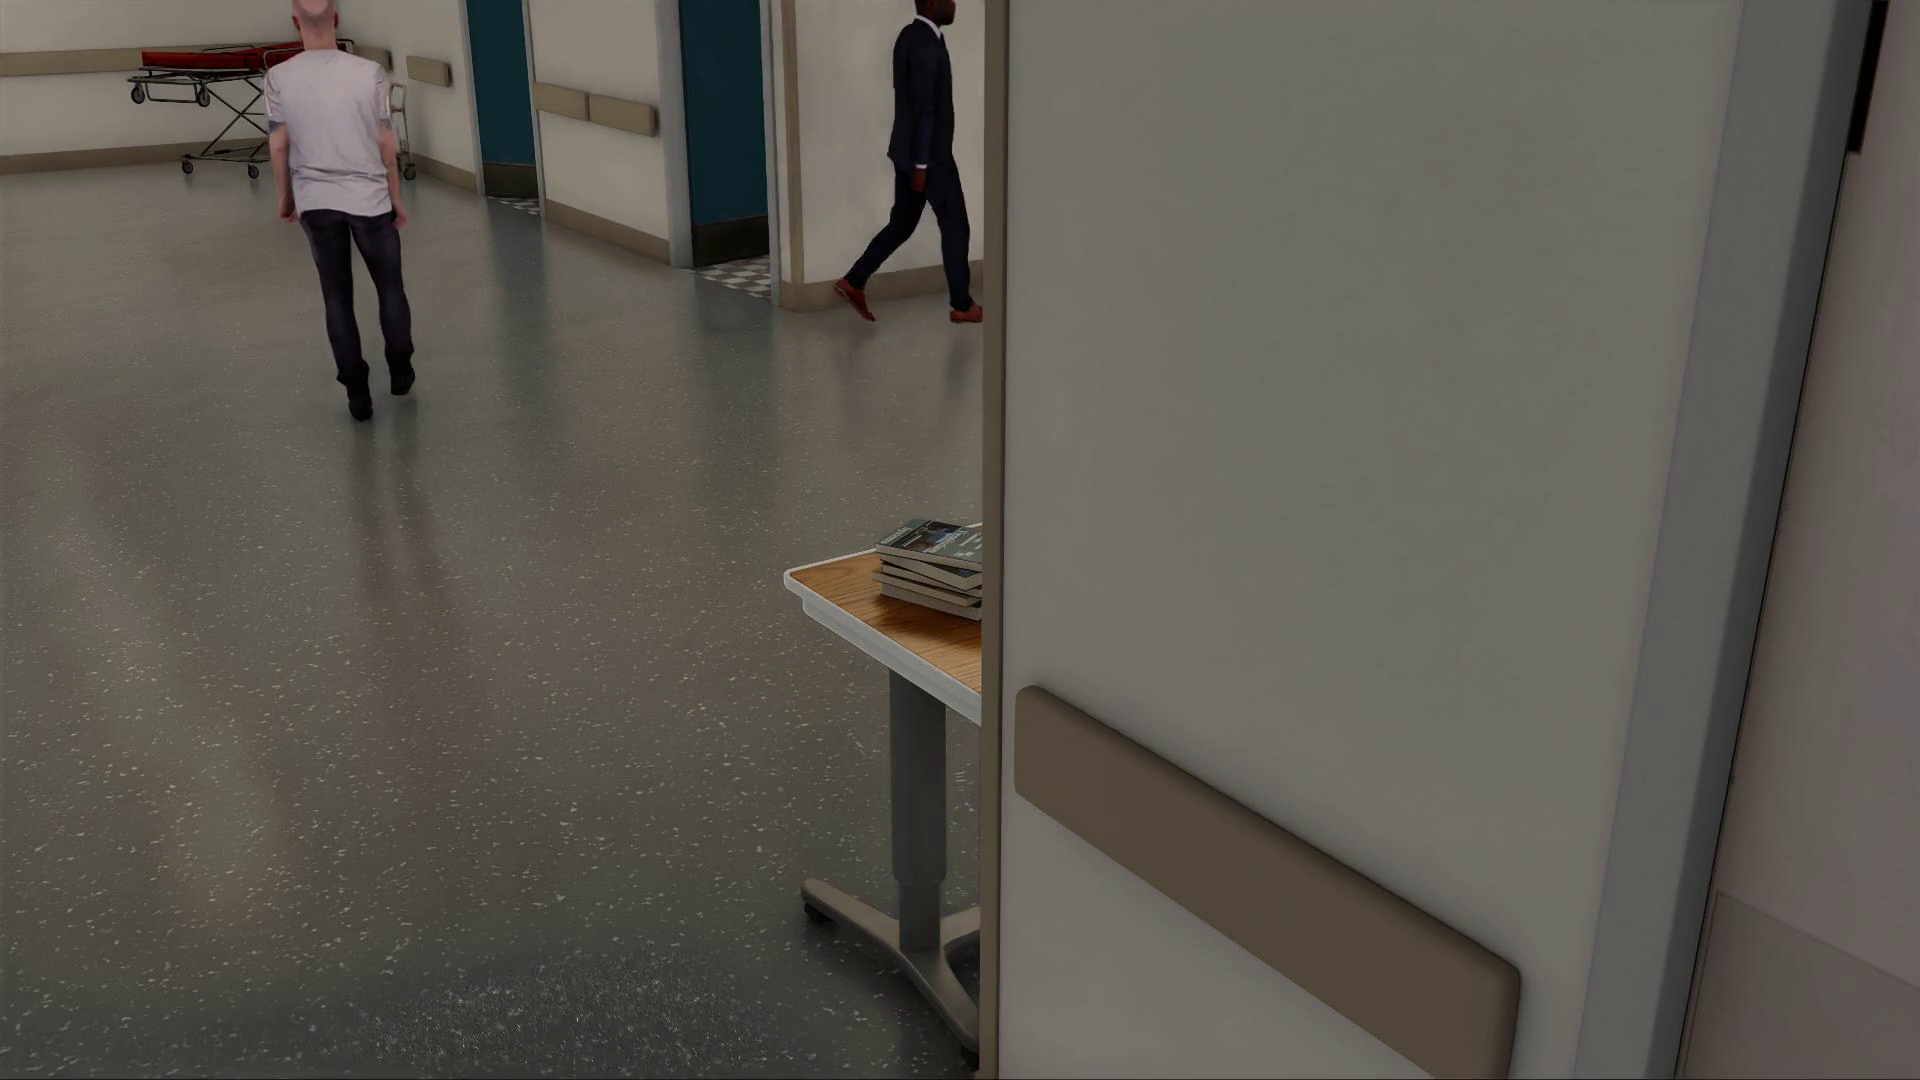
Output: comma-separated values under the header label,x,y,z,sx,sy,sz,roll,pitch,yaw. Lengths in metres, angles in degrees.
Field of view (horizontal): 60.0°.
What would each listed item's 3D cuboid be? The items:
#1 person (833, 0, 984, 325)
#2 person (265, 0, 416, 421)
label,x,y,z,sx,sy,sz,roll,pitch,yaw
person,-0.276,-2.012,8.764,1.038,1.803,1.176,-4,21,-11
person,-2.658,-1.415,7.169,0.856,1.818,0.988,-6,21,-15
